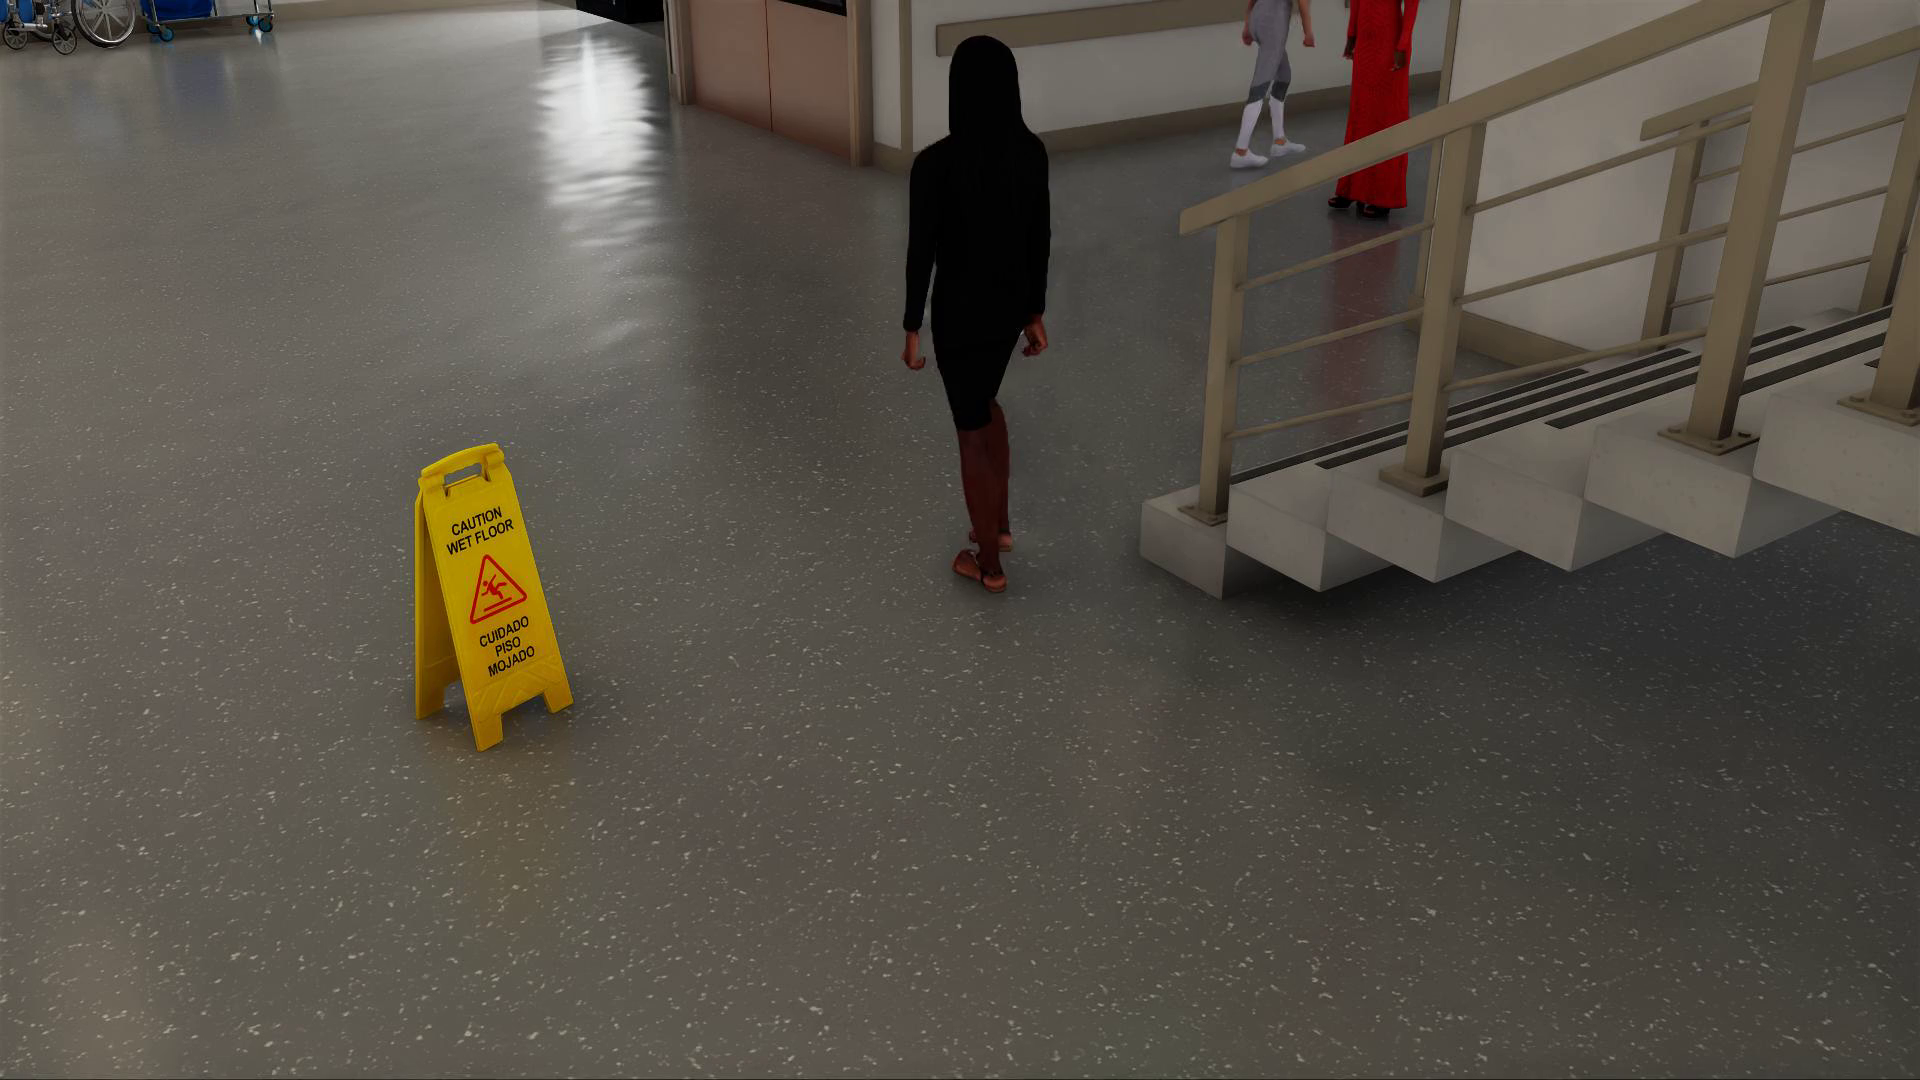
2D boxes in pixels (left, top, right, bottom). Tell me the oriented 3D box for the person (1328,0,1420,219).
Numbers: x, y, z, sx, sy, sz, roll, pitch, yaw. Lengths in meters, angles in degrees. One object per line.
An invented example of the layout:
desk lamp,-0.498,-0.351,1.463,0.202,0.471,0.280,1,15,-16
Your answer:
person,2.345,-2.700,9.224,0.687,1.784,0.533,-15,29,-28

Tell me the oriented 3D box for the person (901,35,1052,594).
person,0.114,-0.618,4.990,0.613,1.713,0.577,-17,30,-31

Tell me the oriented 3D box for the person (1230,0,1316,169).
person,1.837,-3.131,10.239,0.736,1.680,0.827,-10,28,-20
